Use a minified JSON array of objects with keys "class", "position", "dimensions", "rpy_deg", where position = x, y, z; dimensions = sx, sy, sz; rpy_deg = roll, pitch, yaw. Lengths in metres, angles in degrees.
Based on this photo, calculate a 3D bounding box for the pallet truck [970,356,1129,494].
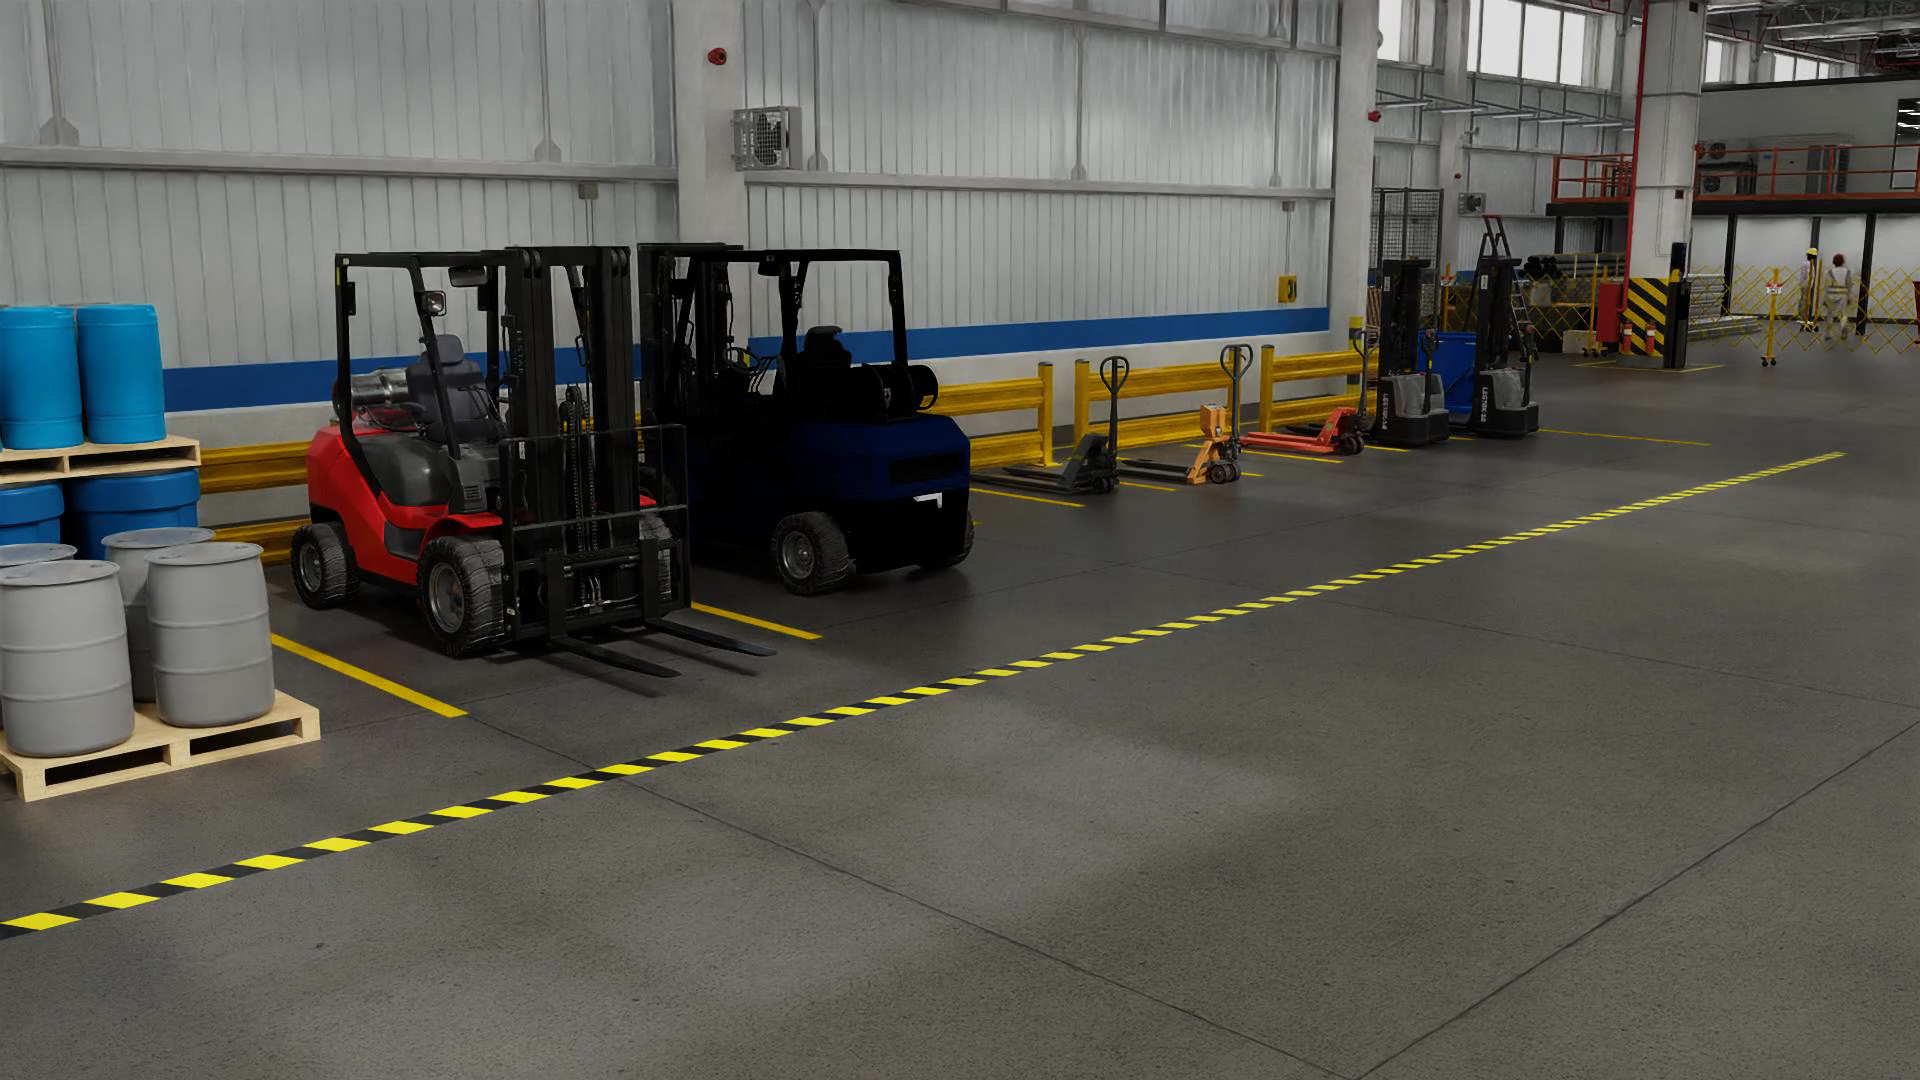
[{"class":"pallet truck","position":[0.784,-1.085,14.876],"dimensions":[0.680,1.201,1.601],"rpy_deg":[-10,14,-44]}]

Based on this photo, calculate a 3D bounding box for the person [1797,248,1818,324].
[{"class":"person","position":[21.545,-6.457,42.280],"dimensions":[0.372,1.922,0.585],"rpy_deg":[2,11,13]}]

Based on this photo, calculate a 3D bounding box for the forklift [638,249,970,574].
[{"class":"forklift","position":[-1.173,-0.958,11.239],"dimensions":[2.680,1.987,1.157],"rpy_deg":[10,14,43]}]

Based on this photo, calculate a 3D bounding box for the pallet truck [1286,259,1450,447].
[{"class":"pallet truck","position":[4.493,-2.078,18.196],"dimensions":[0.823,1.965,1.885],"rpy_deg":[-9,14,-40]}]

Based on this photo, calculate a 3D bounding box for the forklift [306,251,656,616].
[{"class":"forklift","position":[-2.833,-0.669,9.694],"dimensions":[1.157,1.987,2.680],"rpy_deg":[-10,14,-44]}]

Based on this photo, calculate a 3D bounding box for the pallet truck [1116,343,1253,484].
[{"class":"pallet truck","position":[1.962,-1.215,15.415],"dimensions":[1.522,1.261,0.704],"rpy_deg":[10,14,43]}]

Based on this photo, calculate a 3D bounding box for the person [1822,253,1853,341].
[{"class":"person","position":[18.623,-5.144,35.290],"dimensions":[0.576,1.868,0.604],"rpy_deg":[2,11,11]}]

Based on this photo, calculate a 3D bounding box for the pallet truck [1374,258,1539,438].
[{"class":"pallet truck","position":[5.704,-2.208,18.901],"dimensions":[1.885,1.965,0.823],"rpy_deg":[10,14,43]}]

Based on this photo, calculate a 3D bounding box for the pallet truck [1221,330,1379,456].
[{"class":"pallet truck","position":[3.563,-1.581,17.381],"dimensions":[0.653,1.274,1.630],"rpy_deg":[-10,14,-44]}]
